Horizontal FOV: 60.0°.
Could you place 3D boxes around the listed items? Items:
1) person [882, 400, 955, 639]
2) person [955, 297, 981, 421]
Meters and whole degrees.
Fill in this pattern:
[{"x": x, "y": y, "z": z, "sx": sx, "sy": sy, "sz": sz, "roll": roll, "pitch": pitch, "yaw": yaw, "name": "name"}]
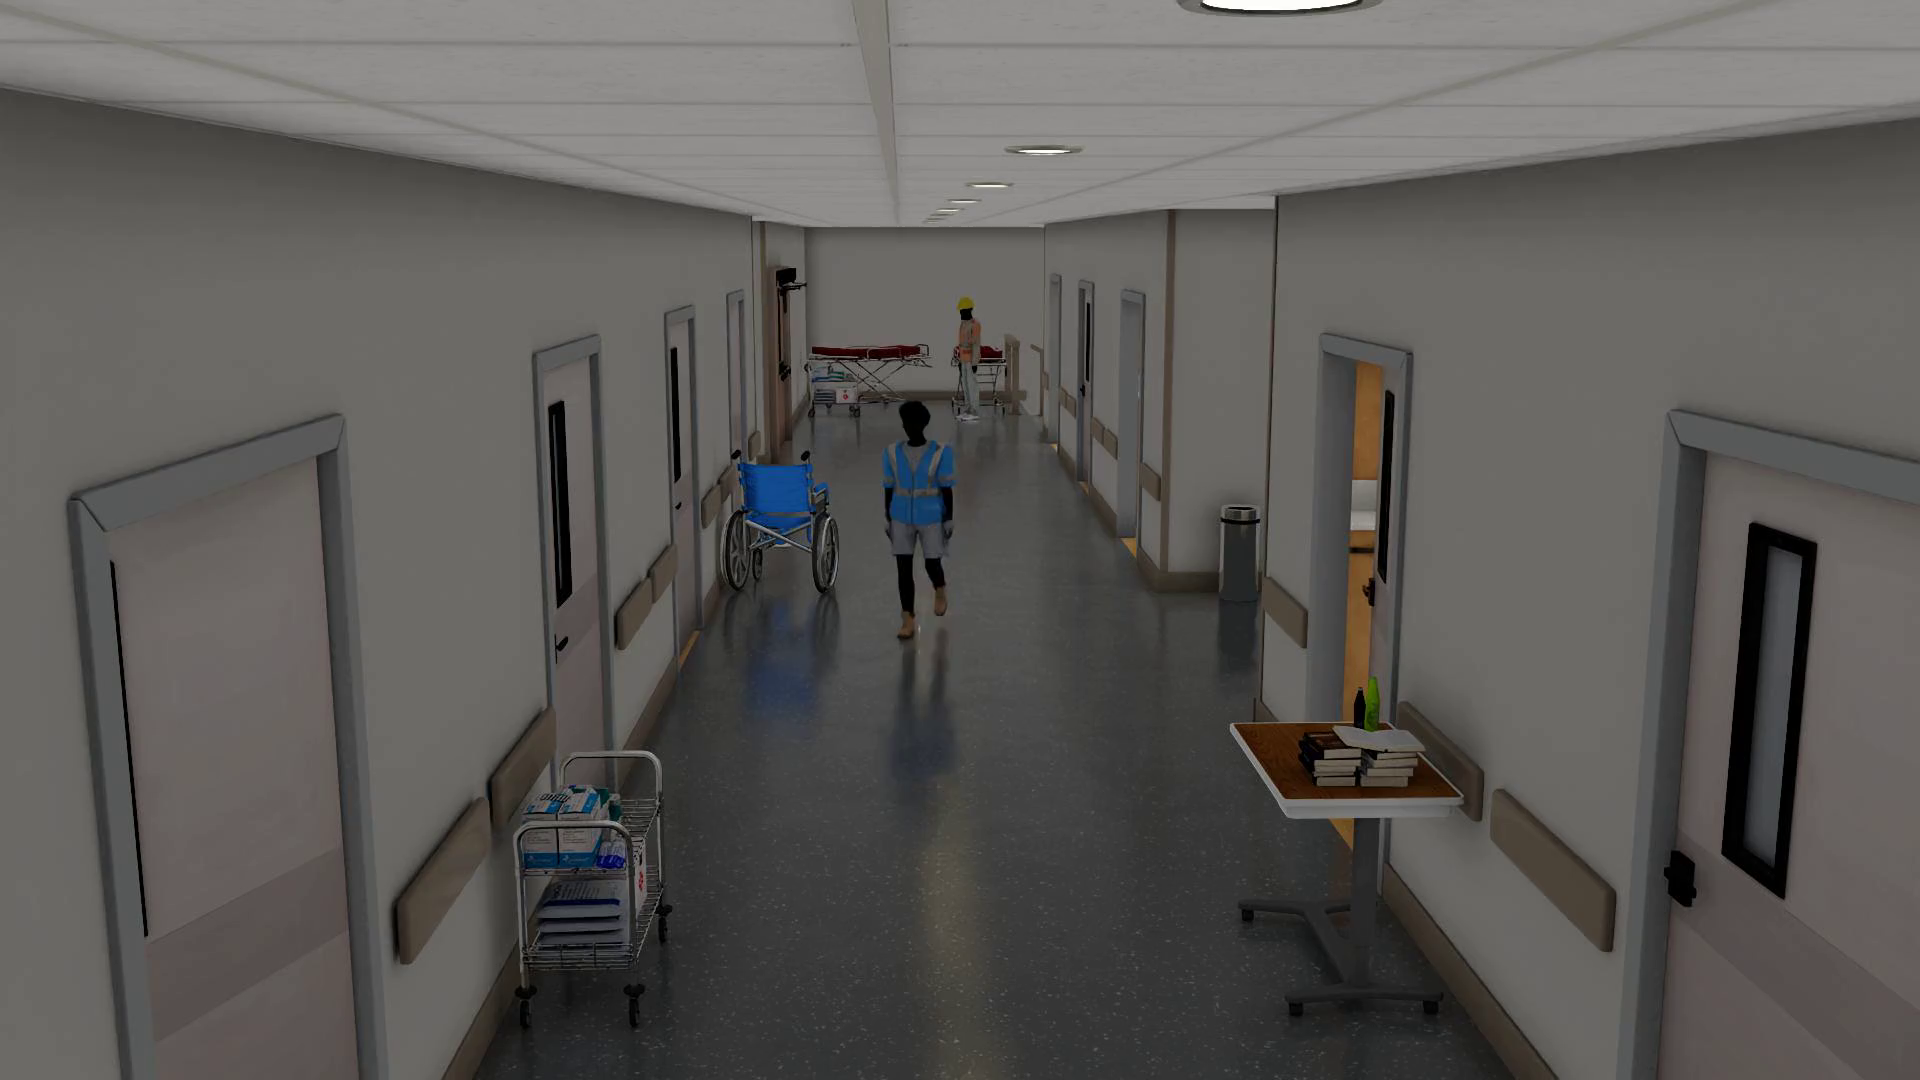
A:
[{"x": -0.285, "y": -0.165, "z": 11.778, "sx": 0.538, "sy": 1.674, "sz": 0.606, "roll": 2, "pitch": 10, "yaw": 13, "name": "person"}, {"x": 0.123, "y": -2.819, "z": 25.907, "sx": 0.399, "sy": 1.918, "sz": 0.587, "roll": -4, "pitch": 11, "yaw": -22, "name": "person"}]
